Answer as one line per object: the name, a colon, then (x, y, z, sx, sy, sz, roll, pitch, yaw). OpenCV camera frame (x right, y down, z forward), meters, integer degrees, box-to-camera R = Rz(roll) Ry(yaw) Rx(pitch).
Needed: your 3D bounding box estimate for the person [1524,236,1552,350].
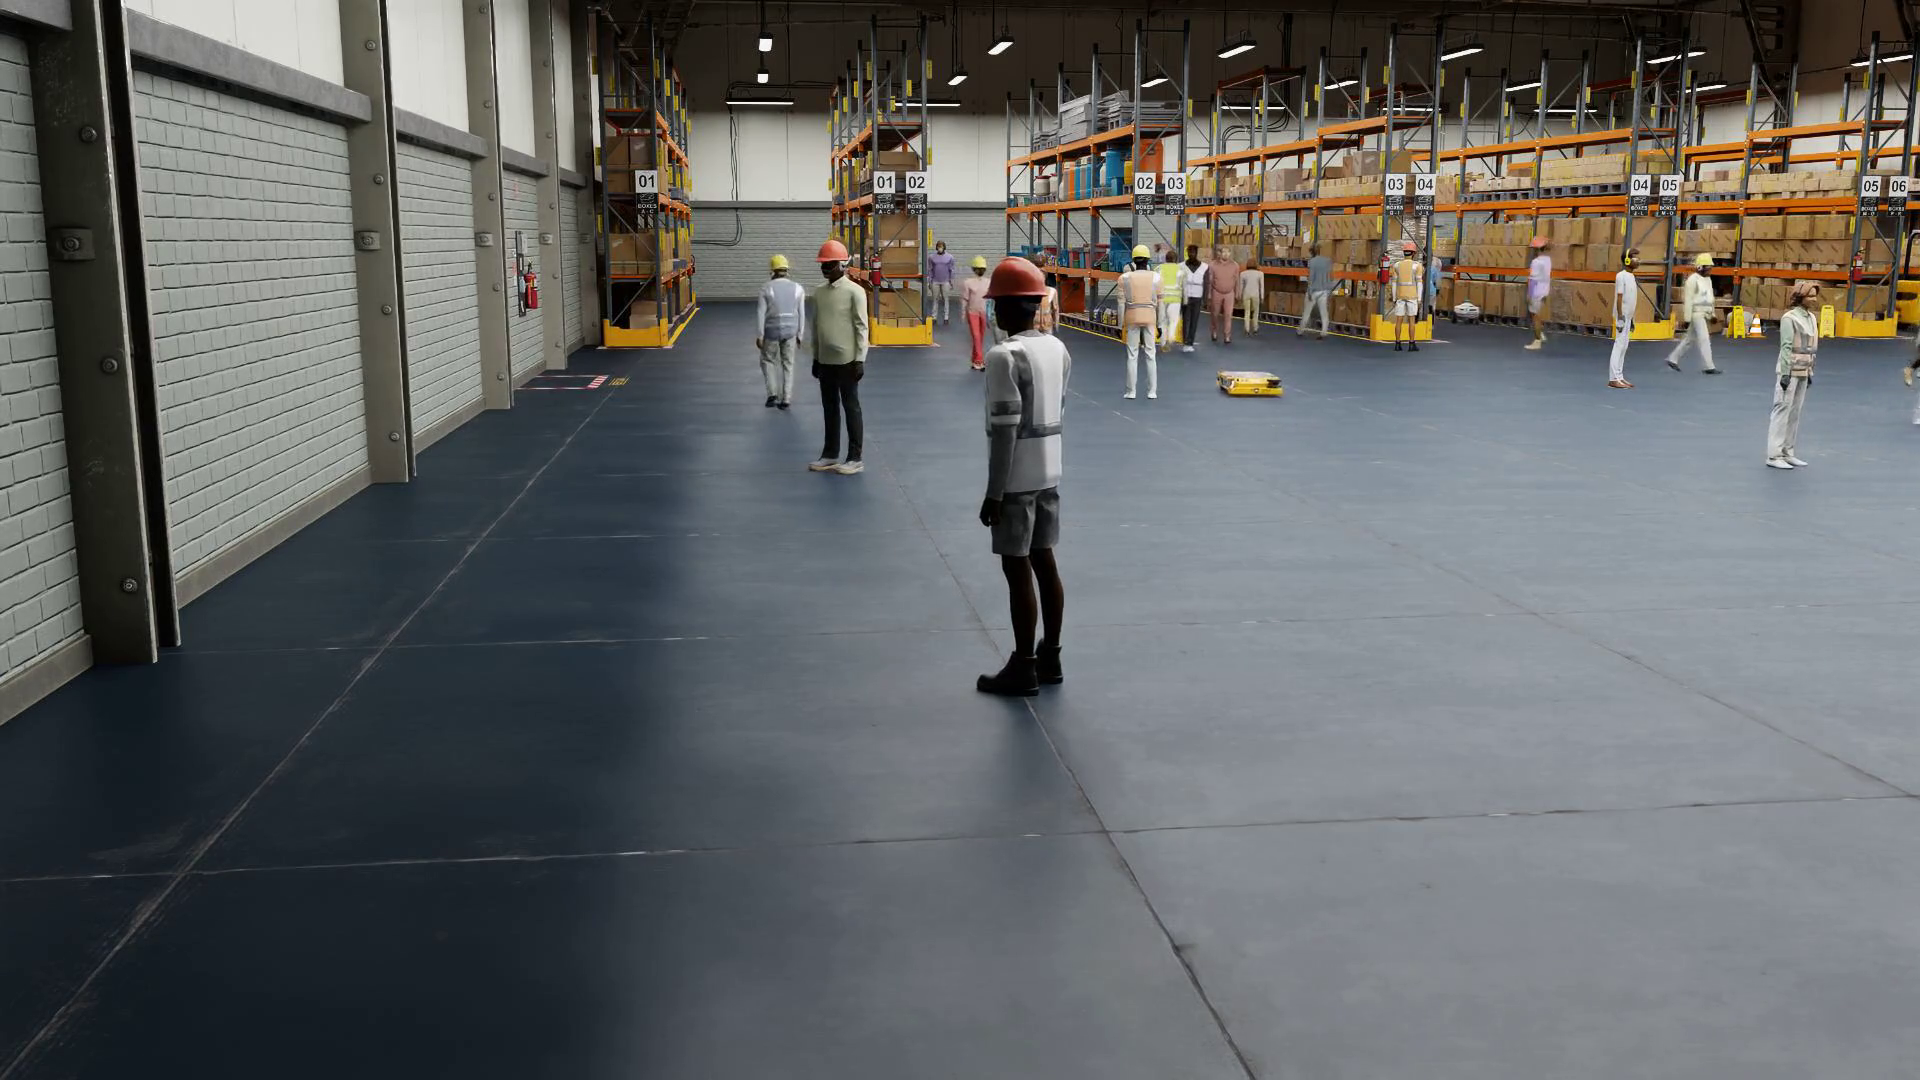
person: (10.319, -4.409, 29.795, 0.429, 2.028, 0.645, 9, 14, 40)

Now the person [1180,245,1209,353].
person: (4.087, -4.232, 29.233, 0.582, 1.876, 0.863, 0, 10, 1)

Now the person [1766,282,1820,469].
person: (7.341, -1.446, 14.624, 0.521, 1.639, 0.311, -9, 14, -40)

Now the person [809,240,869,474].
person: (-1.061, -1.565, 14.298, 0.623, 1.992, 0.396, 9, 14, 41)

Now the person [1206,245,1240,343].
person: (5.051, -4.742, 32.045, 0.656, 1.884, 0.867, 0, 10, 1)

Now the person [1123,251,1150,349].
person: (3.204, -4.368, 30.098, 0.505, 1.839, 0.344, 3, 11, 17)

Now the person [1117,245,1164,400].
person: (2.249, -2.712, 20.788, 0.587, 1.922, 0.383, 0, 10, -1)

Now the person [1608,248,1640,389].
person: (8.965, -2.979, 22.383, 0.329, 1.877, 0.511, 8, 13, 36)

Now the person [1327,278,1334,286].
person: (10.420, -7.615, 47.594, 0.613, 1.949, 0.577, 1, 10, 7)

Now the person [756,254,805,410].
person: (-2.123, -2.426, 19.492, 0.619, 1.819, 0.497, -5, 12, -26)

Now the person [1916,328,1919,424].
person: (10.633, -2.106, 17.977, 0.505, 1.725, 0.503, -1, 10, -3)

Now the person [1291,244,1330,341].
person: (6.978, -4.890, 32.820, 0.622, 1.881, 1.018, -6, 12, -30)

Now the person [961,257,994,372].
person: (0.301, -3.419, 25.239, 0.541, 1.713, 0.945, -4, 11, -23)

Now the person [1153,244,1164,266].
person: (6.097, -8.353, 52.034, 0.925, 1.805, 0.579, 0, 10, 2)

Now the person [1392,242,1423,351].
person: (7.947, -4.316, 29.544, 0.542, 1.936, 0.362, 7, 12, 32)

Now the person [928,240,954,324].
person: (-0.445, -5.983, 38.673, 0.627, 1.941, 0.370, 1, 10, 7)

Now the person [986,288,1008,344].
person: (0.639, -3.177, 24.255, 0.512, 1.590, 0.872, 1, 10, 6)

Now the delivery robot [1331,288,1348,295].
delivery robot: (11.406, -7.304, 49.454, 0.707, 0.478, 0.477, -1, 10, -6)

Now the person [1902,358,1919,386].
person: (12.829, -2.785, 21.831, 0.544, 1.680, 0.640, -5, 12, -26)

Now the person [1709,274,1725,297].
person: (19.209, -6.707, 42.360, 0.695, 2.000, 0.586, 0, 10, -2)

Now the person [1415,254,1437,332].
person: (10.000, -5.326, 35.871, 0.577, 1.645, 0.807, -2, 11, -13)

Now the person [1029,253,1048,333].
person: (0.961, -3.126, 23.392, 0.870, 1.810, 0.620, -7, 13, -35)

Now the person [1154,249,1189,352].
person: (3.653, -4.163, 29.052, 0.668, 1.813, 0.684, 3, 11, 17)

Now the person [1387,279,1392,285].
person: (12.360, -7.690, 48.259, 0.510, 1.860, 0.334, -4, 11, -23)

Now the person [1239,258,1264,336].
person: (5.999, -5.000, 34.247, 0.526, 1.583, 0.874, 2, 11, 12)

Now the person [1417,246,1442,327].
person: (10.237, -5.543, 36.538, 0.624, 1.841, 0.430, 0, 10, 1)

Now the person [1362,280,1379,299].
person: (10.301, -6.489, 41.316, 0.609, 1.985, 0.398, 2, 11, 11)

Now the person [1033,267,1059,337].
person: (1.076, -2.879, 22.539, 0.521, 1.624, 0.536, -1, 10, -6)

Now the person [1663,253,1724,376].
person: (10.882, -3.338, 24.589, 0.900, 1.798, 0.593, 9, 14, 41)

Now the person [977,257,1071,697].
person: (0.258, -0.276, 7.390, 0.379, 1.937, 0.548, 7, 13, 35)

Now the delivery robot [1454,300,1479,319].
delivery robot: (11.769, -5.330, 38.632, 0.477, 0.478, 0.707, -1, 10, -7)

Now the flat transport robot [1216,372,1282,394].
flat transport robot: (3.776, -2.070, 21.797, 0.652, 0.197, 1.431, 0, 10, 1)
